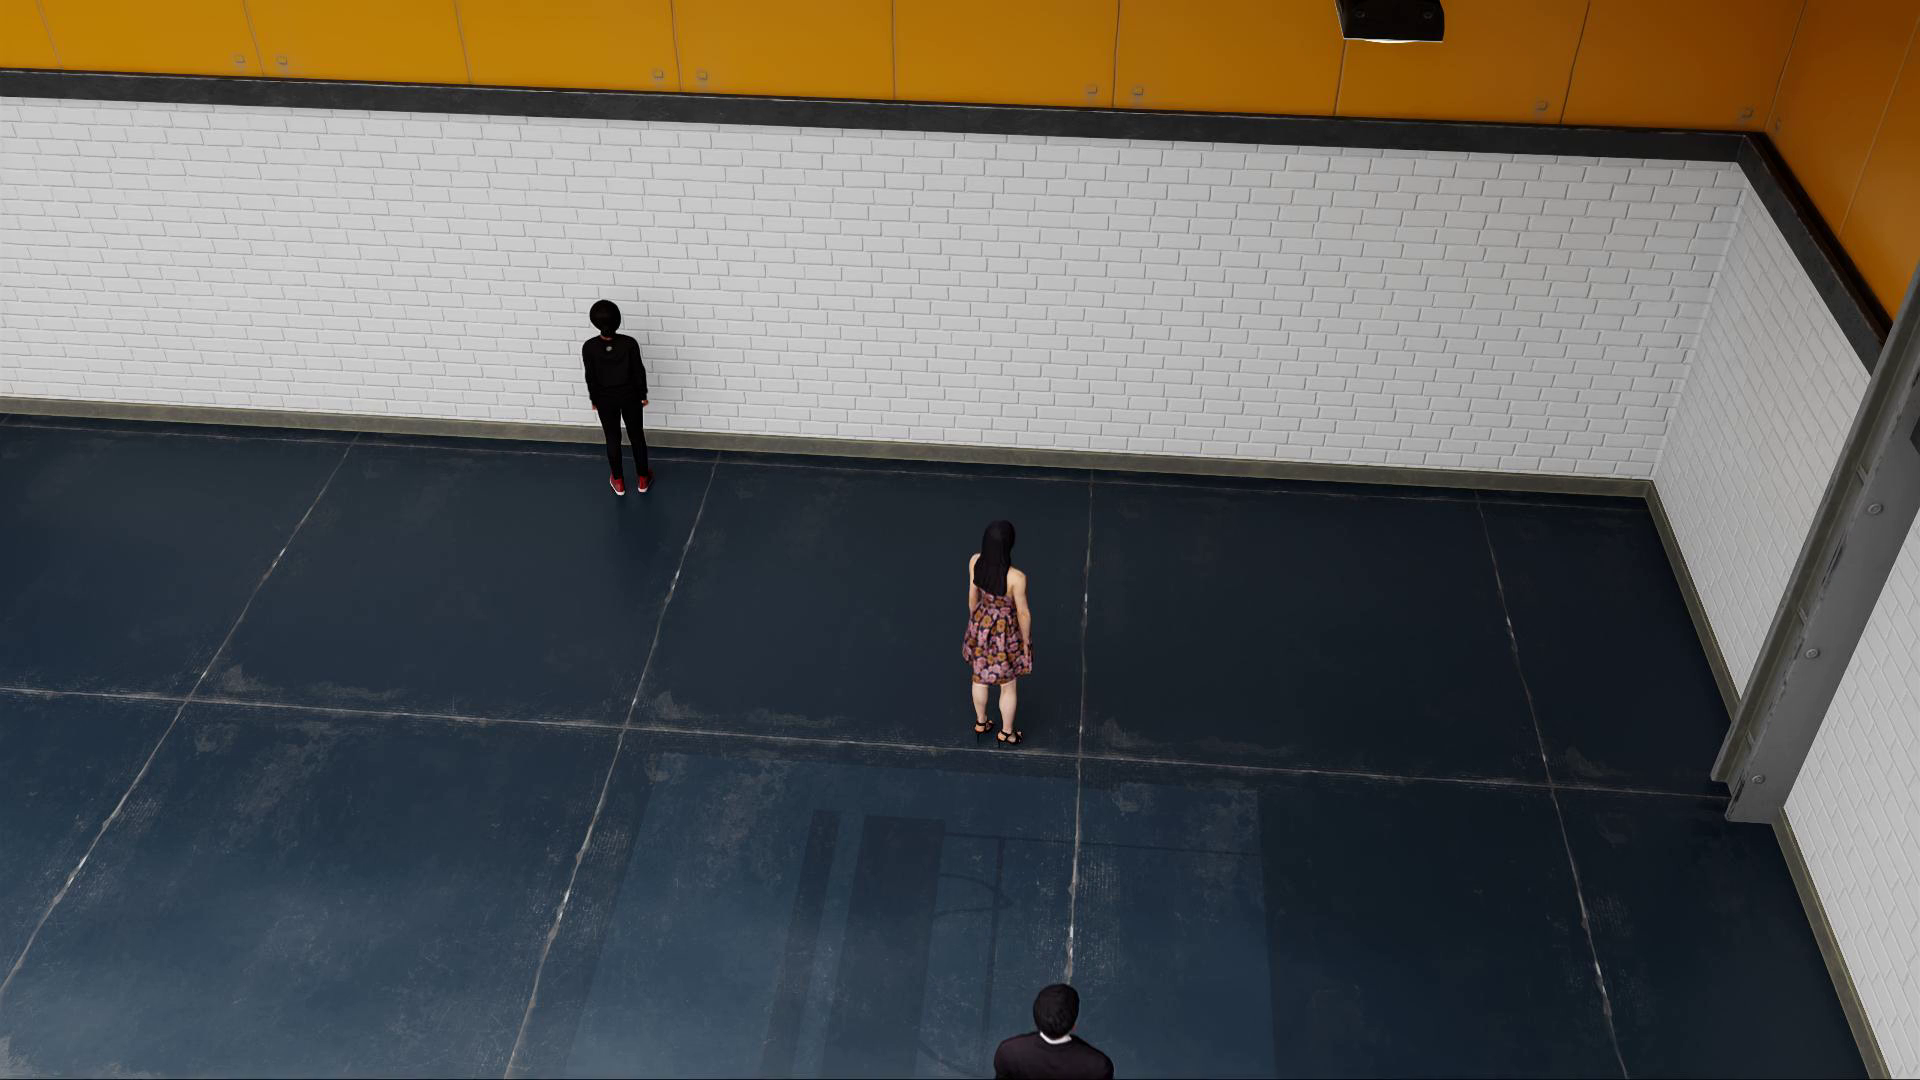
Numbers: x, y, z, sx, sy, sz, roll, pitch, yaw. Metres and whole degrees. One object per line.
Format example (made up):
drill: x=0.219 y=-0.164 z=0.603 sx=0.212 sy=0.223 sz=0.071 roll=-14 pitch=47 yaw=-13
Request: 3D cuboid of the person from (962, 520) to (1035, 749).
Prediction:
person: x=0.241 y=0.591 z=10.377 sx=0.786 sy=1.774 sz=0.820 roll=22 pitch=43 yaw=25

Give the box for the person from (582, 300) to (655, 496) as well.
person: x=-2.575 y=-1.076 z=12.542 sx=0.658 sy=1.675 sz=0.627 roll=-7 pitch=39 yaw=-9

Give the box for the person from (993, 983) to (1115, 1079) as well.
person: x=0.406 y=2.695 z=7.656 sx=0.710 sy=1.881 sz=0.552 roll=5 pitch=39 yaw=7
